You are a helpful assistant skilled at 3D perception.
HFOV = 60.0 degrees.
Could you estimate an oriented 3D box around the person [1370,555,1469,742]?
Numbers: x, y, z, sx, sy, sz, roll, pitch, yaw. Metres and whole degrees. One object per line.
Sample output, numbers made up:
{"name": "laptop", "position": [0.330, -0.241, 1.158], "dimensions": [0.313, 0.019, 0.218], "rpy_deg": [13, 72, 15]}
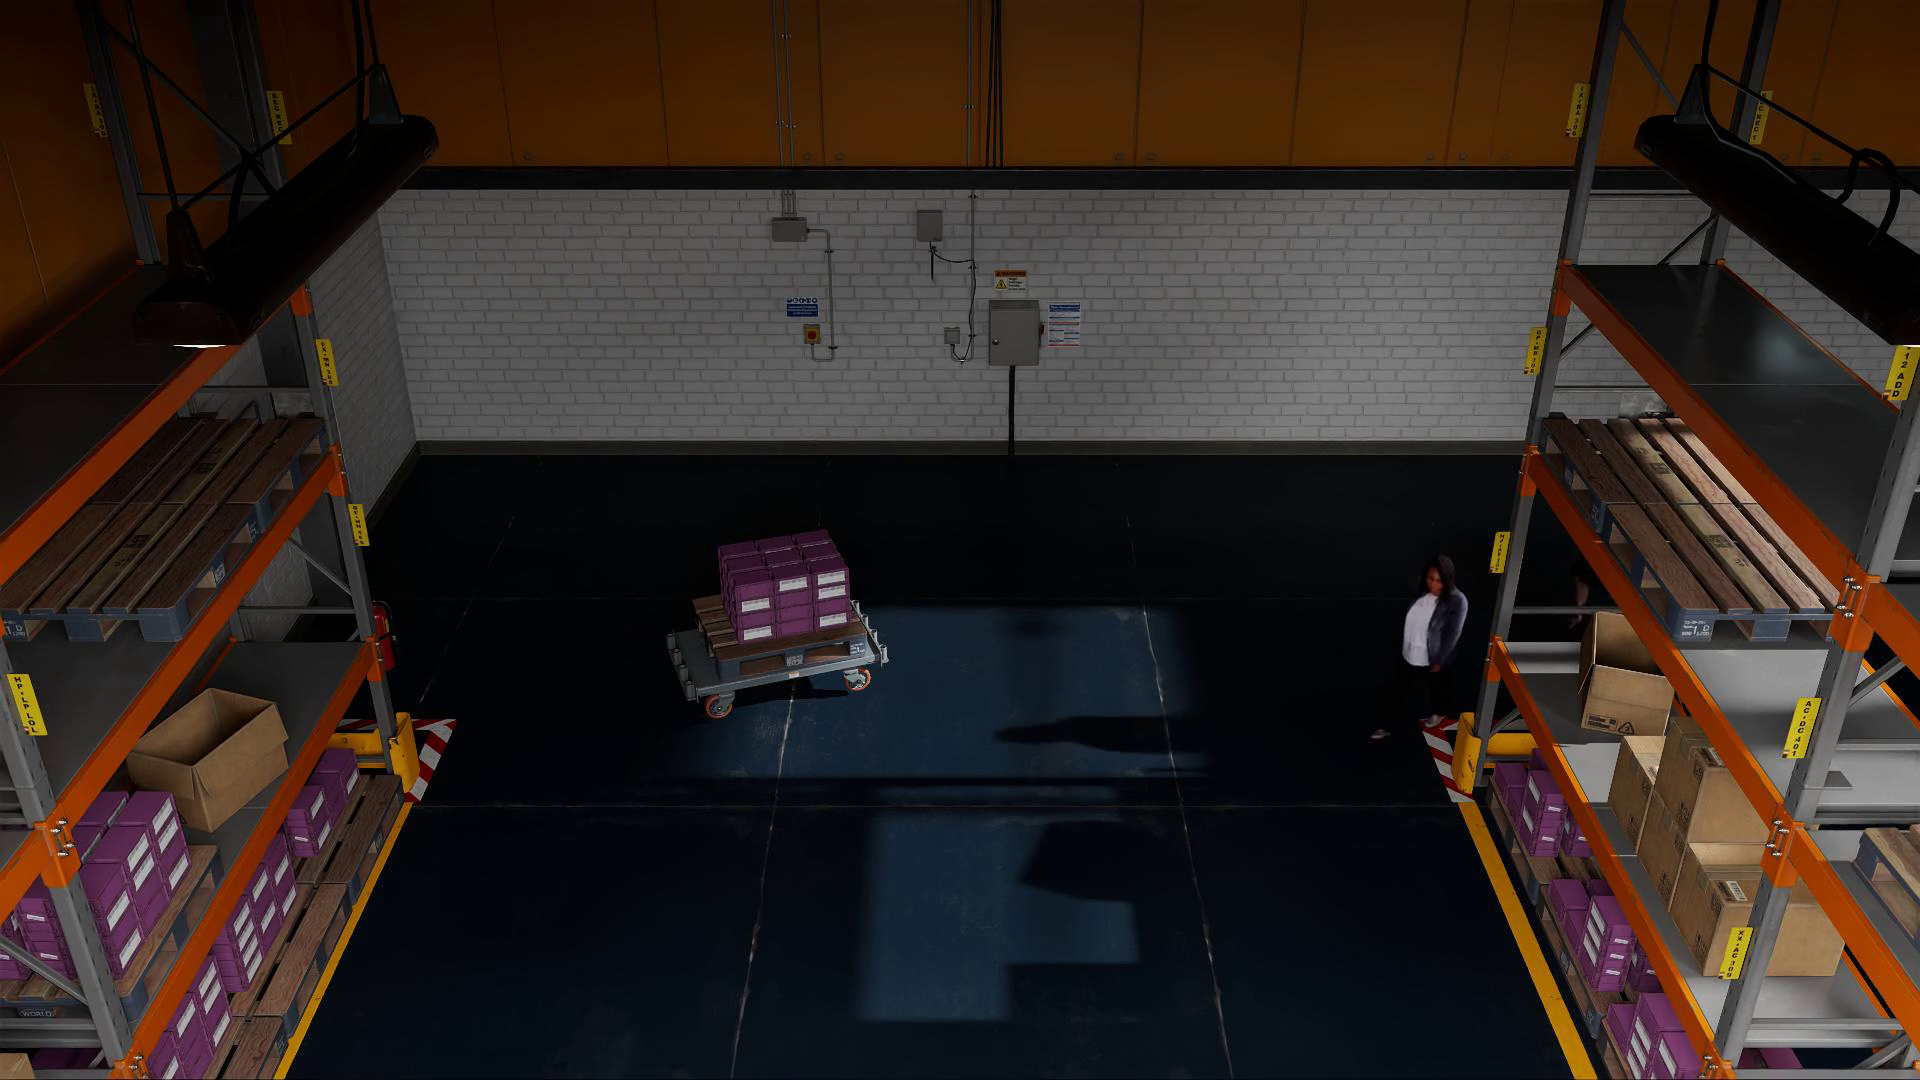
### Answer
{"name": "person", "position": [3.627, 0.828, 12.705], "dimensions": [1.137, 1.553, 1.061], "rpy_deg": [-25, 37, -38]}
